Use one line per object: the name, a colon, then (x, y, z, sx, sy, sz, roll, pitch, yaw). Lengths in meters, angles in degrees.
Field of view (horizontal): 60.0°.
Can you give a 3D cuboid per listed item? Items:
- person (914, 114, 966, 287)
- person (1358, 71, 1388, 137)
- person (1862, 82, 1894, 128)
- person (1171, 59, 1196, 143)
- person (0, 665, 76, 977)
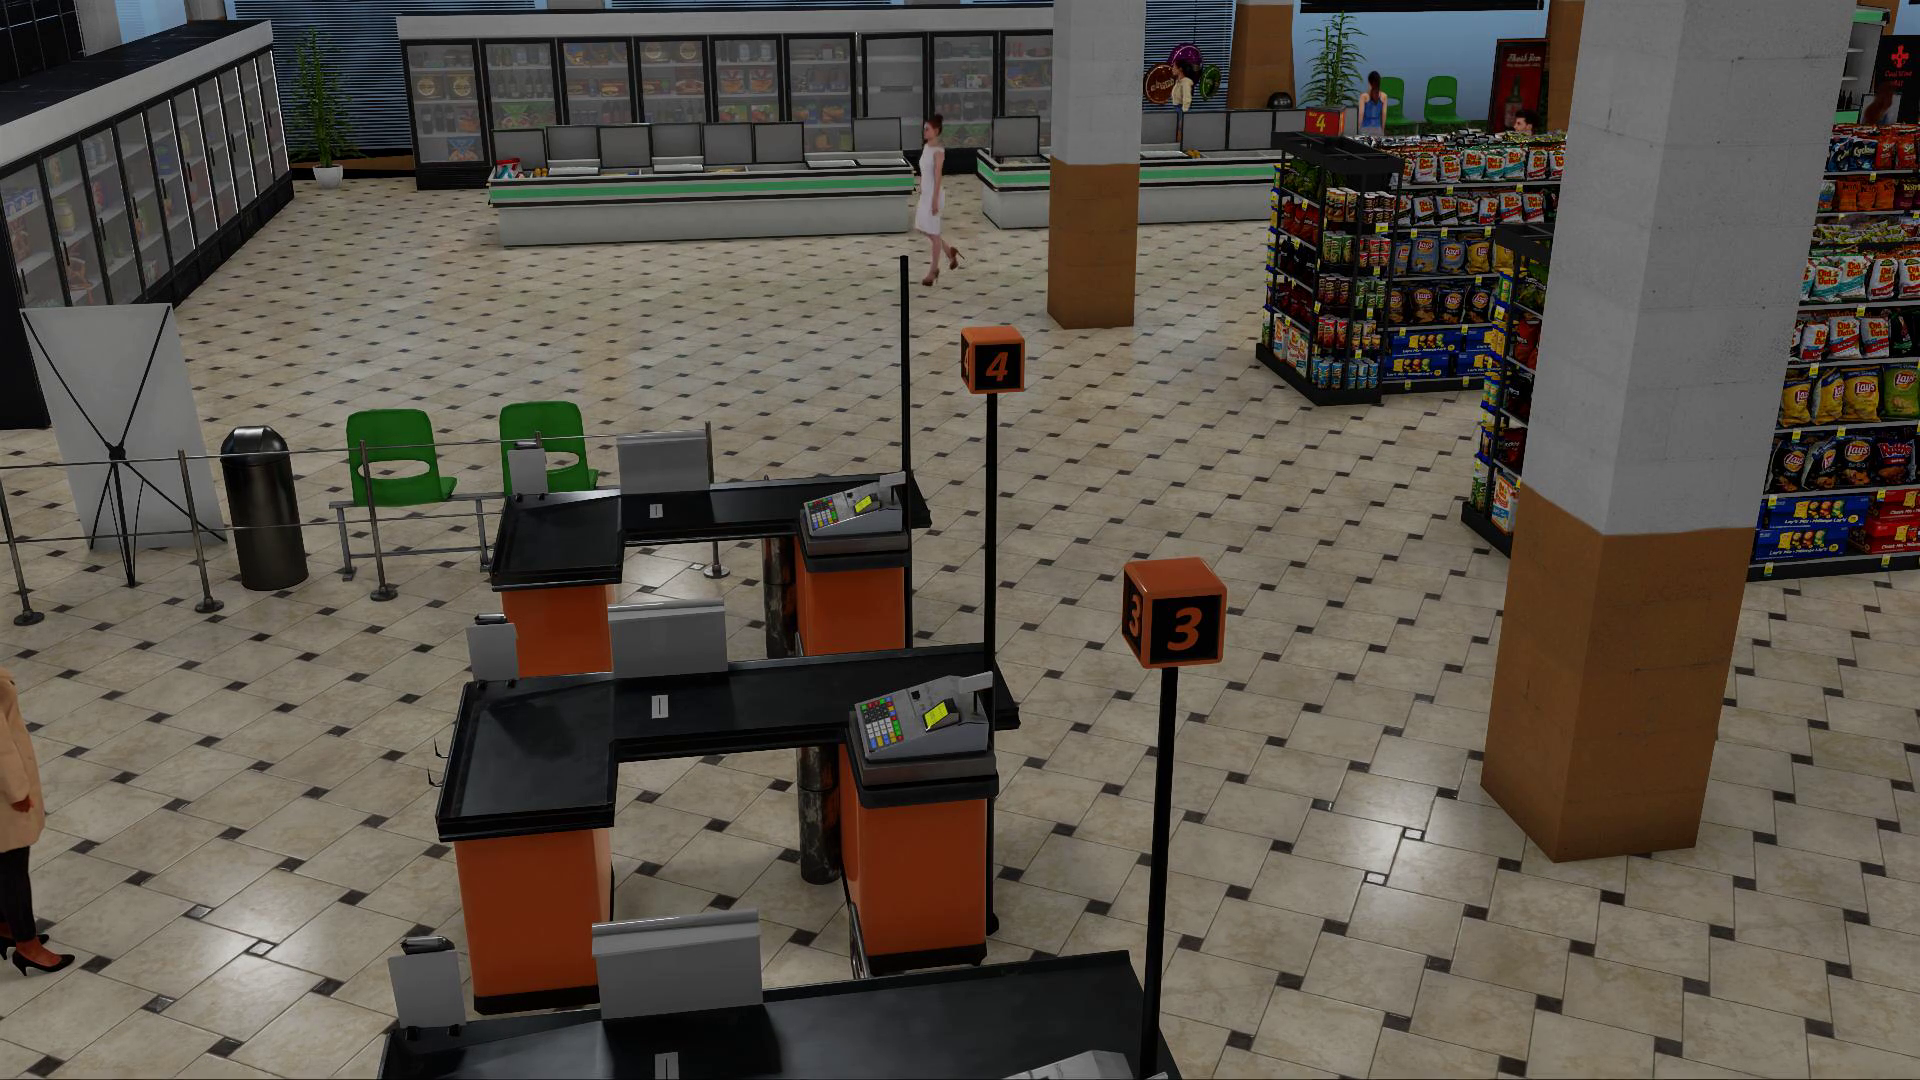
person: (-0.200, -3.527, 17.320, 0.825, 1.783, 0.698, -9, 24, -22)
person: (5.544, -5.514, 22.501, 0.447, 1.608, 0.614, -4, 22, -9)
person: (11.291, -4.800, 20.597, 0.564, 1.703, 0.641, -7, 23, -18)
person: (3.176, -6.066, 23.845, 0.565, 1.630, 0.665, -1, 22, -3)
person: (-3.743, 0.912, 6.409, 0.718, 1.681, 0.742, 19, 28, 39)
